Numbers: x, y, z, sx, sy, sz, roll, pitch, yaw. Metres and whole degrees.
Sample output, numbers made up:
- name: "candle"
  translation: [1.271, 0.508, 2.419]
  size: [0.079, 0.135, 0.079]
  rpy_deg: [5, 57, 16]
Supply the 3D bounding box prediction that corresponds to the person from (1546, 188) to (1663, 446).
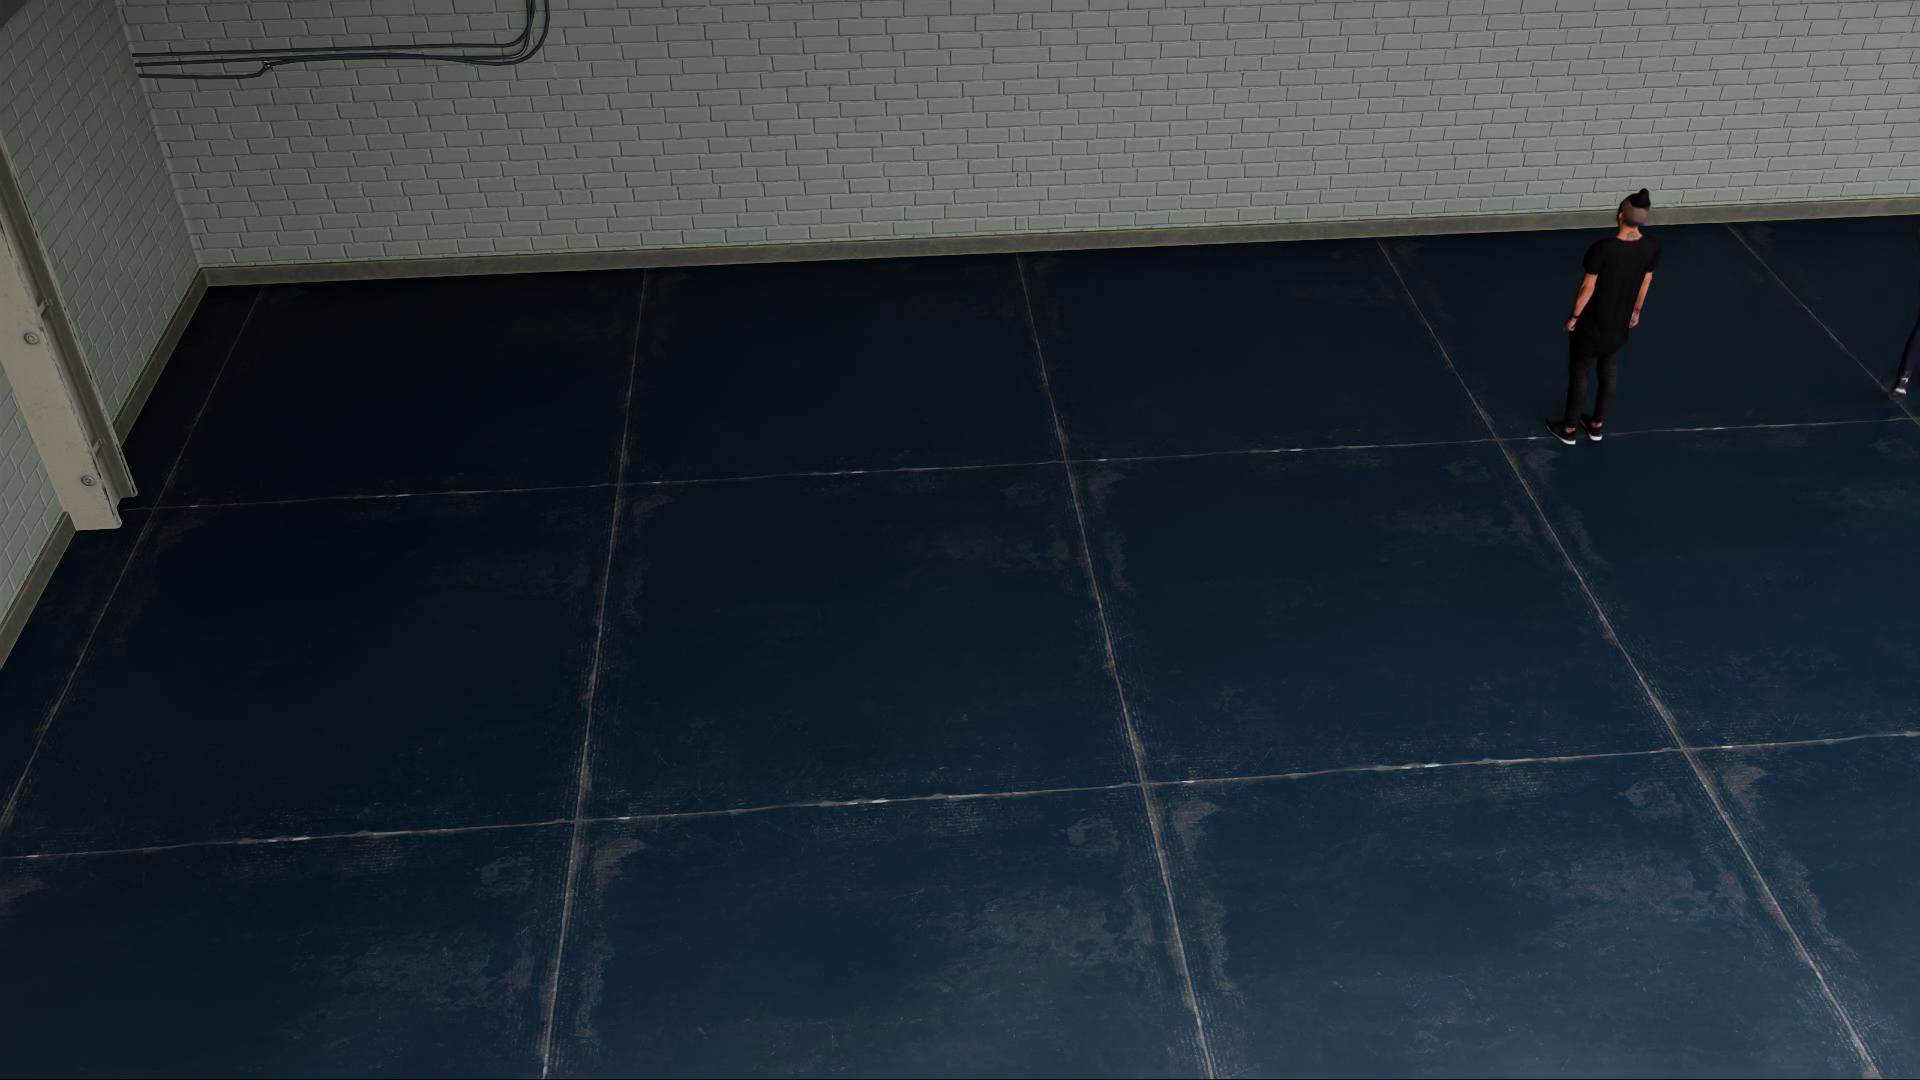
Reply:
- name: "person"
  translation: [4.253, -1.477, 10.956]
  size: [0.719, 1.865, 0.627]
  rpy_deg: [-8, 39, -11]
